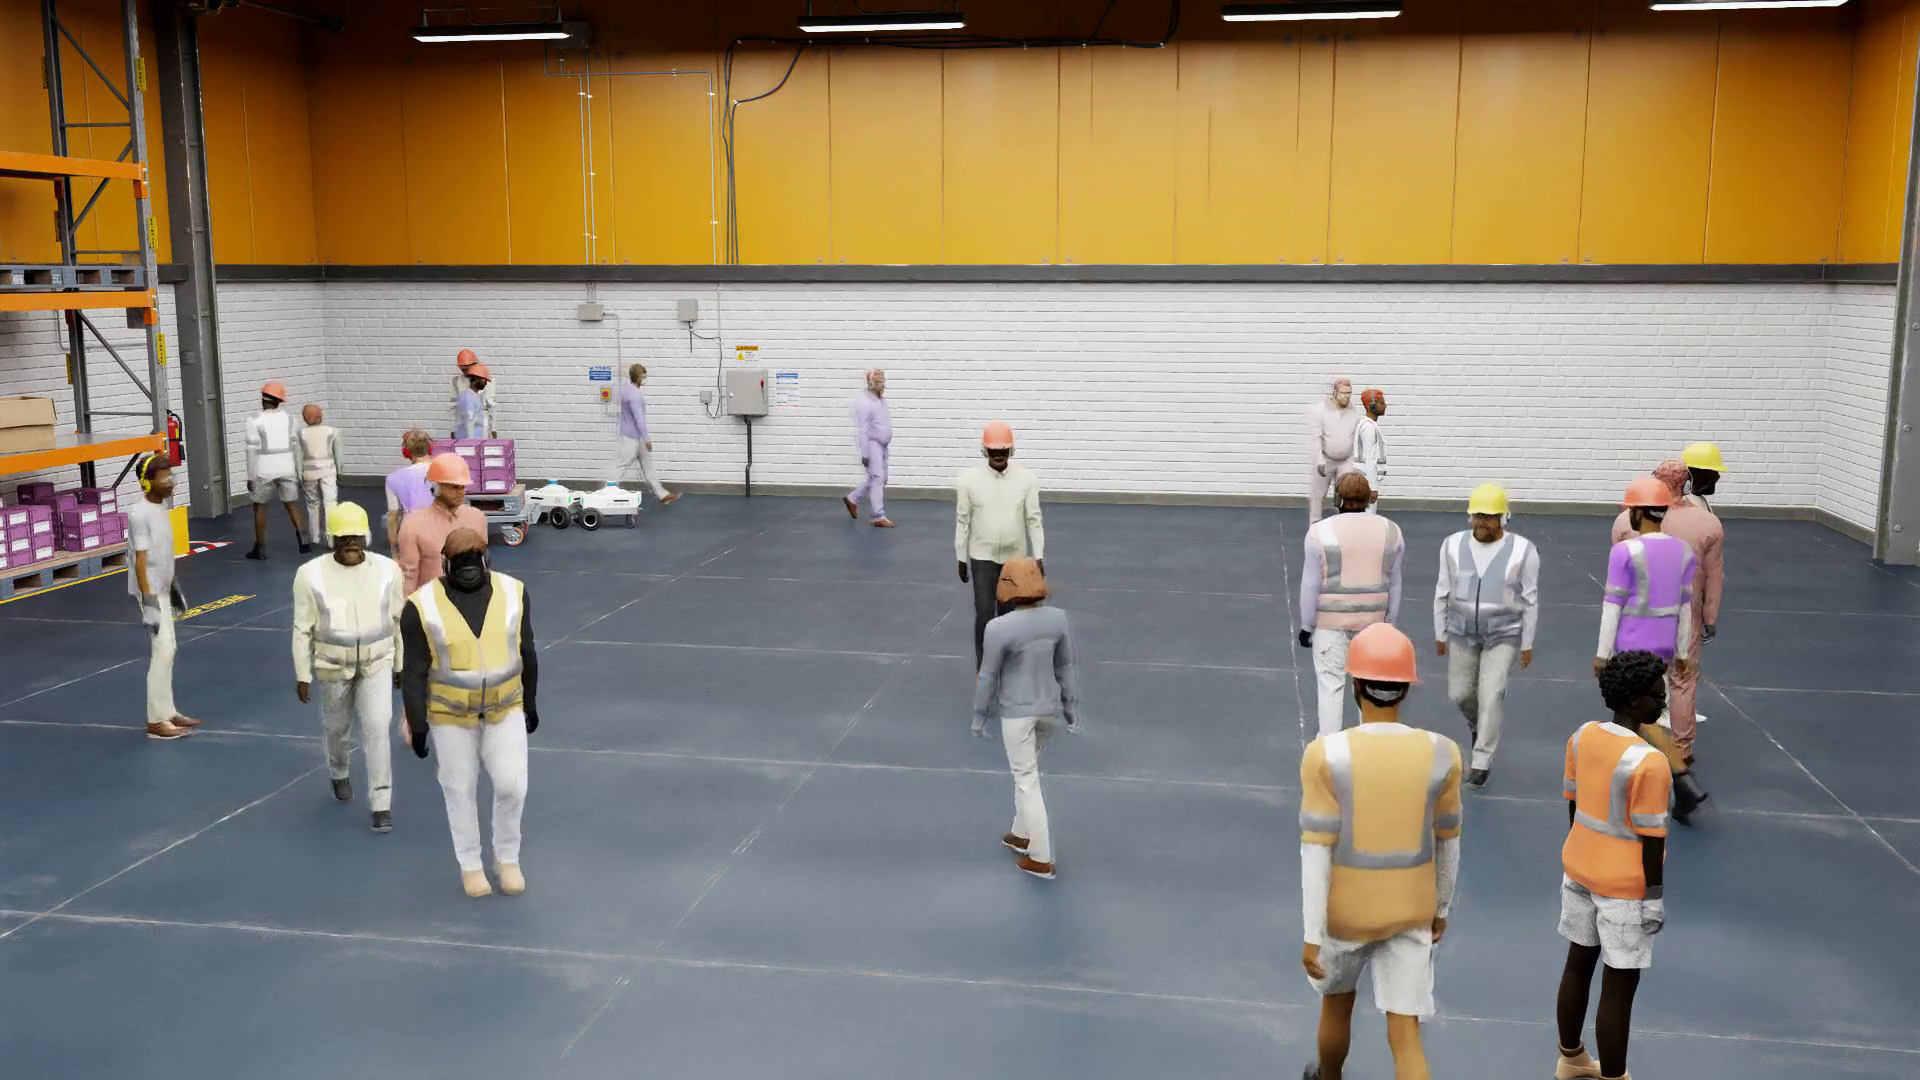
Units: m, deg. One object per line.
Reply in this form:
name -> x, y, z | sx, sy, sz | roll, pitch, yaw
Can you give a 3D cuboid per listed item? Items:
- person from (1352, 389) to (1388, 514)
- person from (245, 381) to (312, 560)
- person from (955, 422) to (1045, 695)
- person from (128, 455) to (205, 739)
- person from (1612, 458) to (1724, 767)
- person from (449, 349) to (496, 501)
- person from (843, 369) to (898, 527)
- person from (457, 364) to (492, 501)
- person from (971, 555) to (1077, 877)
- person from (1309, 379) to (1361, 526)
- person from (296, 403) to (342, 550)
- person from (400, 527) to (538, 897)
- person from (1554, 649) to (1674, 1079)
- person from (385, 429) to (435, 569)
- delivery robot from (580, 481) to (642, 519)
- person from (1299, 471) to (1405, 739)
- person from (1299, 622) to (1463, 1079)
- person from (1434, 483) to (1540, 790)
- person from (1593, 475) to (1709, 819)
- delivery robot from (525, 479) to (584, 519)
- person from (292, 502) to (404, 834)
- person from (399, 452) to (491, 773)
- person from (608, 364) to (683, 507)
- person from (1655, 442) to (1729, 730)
person -> 4.072, -0.557, 16.513 | 0.355, 1.885, 0.574 | 1, 9, 7
person -> -7.214, -0.719, 17.514 | 0.588, 1.899, 0.567 | 9, 13, 43
person -> 0.308, 0.143, 11.938 | 0.617, 1.963, 0.871 | -2, 9, -10
person -> -5.233, 0.368, 10.886 | 0.348, 1.855, 0.588 | -2, 9, -12
person -> 4.316, 0.447, 10.211 | 0.642, 1.908, 0.409 | 3, 10, 20
person -> -6.432, -1.498, 21.934 | 0.616, 2.029, 0.418 | 0, 9, 0
person -> -1.079, -1.098, 19.858 | 0.674, 1.893, 0.647 | 3, 10, 18
person -> -6.062, -1.208, 20.632 | 0.567, 1.859, 0.593 | -1, 9, -8
person -> 0.283, 0.871, 8.476 | 0.527, 1.602, 0.677 | -7, 11, -36
person -> 4.172, -0.847, 18.415 | 0.656, 1.849, 1.006 | -2, 9, -11
person -> -7.051, -0.706, 18.301 | 0.504, 1.600, 0.816 | -4, 10, -22
person -> -2.336, 0.843, 8.000 | 0.659, 1.825, 0.518 | -5, 10, -27
person -> 2.369, 1.226, 6.019 | 0.321, 1.699, 0.535 | -2, 9, -11
person -> -4.121, 0.054, 12.873 | 0.600, 1.830, 0.449 | -5, 11, -30
delivery robot -> -4.129, -0.456, 19.702 | 0.707, 0.478, 0.477 | -1, 9, -9
person -> 2.352, 0.501, 10.080 | 0.632, 1.840, 0.429 | -2, 9, -10
person -> 1.394, 1.213, 5.556 | 0.565, 1.882, 1.004 | 0, 9, -1
person -> 3.148, 0.539, 9.948 | 0.597, 1.812, 0.679 | 6, 11, 31
person -> 3.899, 0.590, 9.359 | 0.542, 1.905, 0.934 | -4, 10, -24
delivery robot -> -4.854, -0.484, 19.875 | 0.707, 0.478, 0.477 | 4, 10, 22
person -> -3.383, 0.662, 9.245 | 0.603, 1.795, 0.915 | -5, 10, -26
person -> -3.234, 0.417, 10.272 | 0.852, 1.965, 0.610 | 7, 11, 36
person -> -4.119, -1.311, 21.221 | 1.053, 1.872, 0.639 | -2, 9, -13
person -> 4.851, 0.302, 11.055 | 0.387, 1.922, 0.593 | 7, 11, 35
